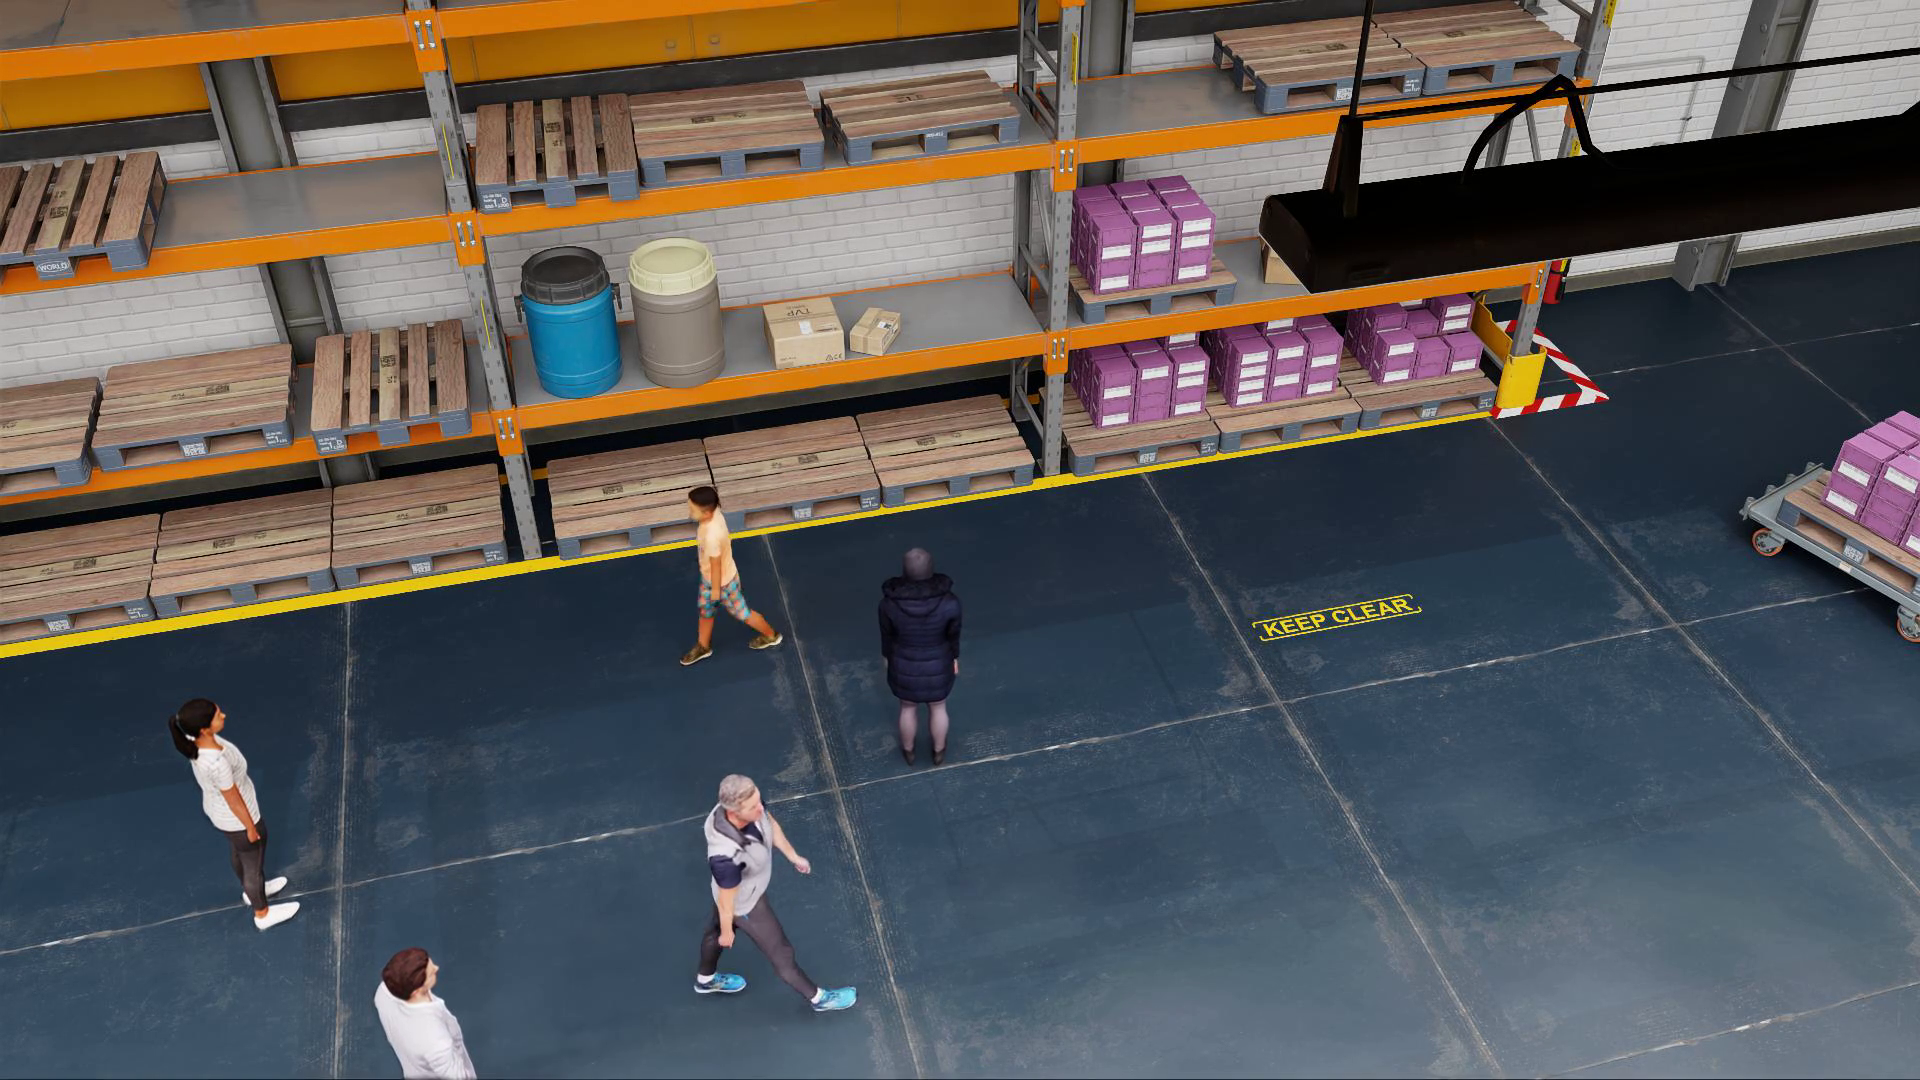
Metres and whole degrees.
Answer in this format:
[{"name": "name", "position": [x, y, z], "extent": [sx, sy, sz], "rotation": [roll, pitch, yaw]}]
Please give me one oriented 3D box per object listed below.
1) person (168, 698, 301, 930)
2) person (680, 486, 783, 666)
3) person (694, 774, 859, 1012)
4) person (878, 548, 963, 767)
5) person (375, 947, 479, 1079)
[{"name": "person", "position": [-4.036, 1.498, 9.213], "extent": [0.641, 1.644, 0.630], "rotation": [-29, 47, -31]}, {"name": "person", "position": [-1.519, 0.215, 10.988], "extent": [0.950, 1.435, 0.591], "rotation": [-10, 40, -12]}, {"name": "person", "position": [-1.233, 1.860, 8.657], "extent": [1.231, 1.772, 0.909], "rotation": [-1, 39, -1]}, {"name": "person", "position": [-0.246, 0.734, 10.145], "extent": [0.681, 1.675, 0.801], "rotation": [1, 39, 1]}, {"name": "person", "position": [-2.424, 2.534, 7.751], "extent": [0.762, 1.850, 0.763], "rotation": [29, 47, 32]}]
